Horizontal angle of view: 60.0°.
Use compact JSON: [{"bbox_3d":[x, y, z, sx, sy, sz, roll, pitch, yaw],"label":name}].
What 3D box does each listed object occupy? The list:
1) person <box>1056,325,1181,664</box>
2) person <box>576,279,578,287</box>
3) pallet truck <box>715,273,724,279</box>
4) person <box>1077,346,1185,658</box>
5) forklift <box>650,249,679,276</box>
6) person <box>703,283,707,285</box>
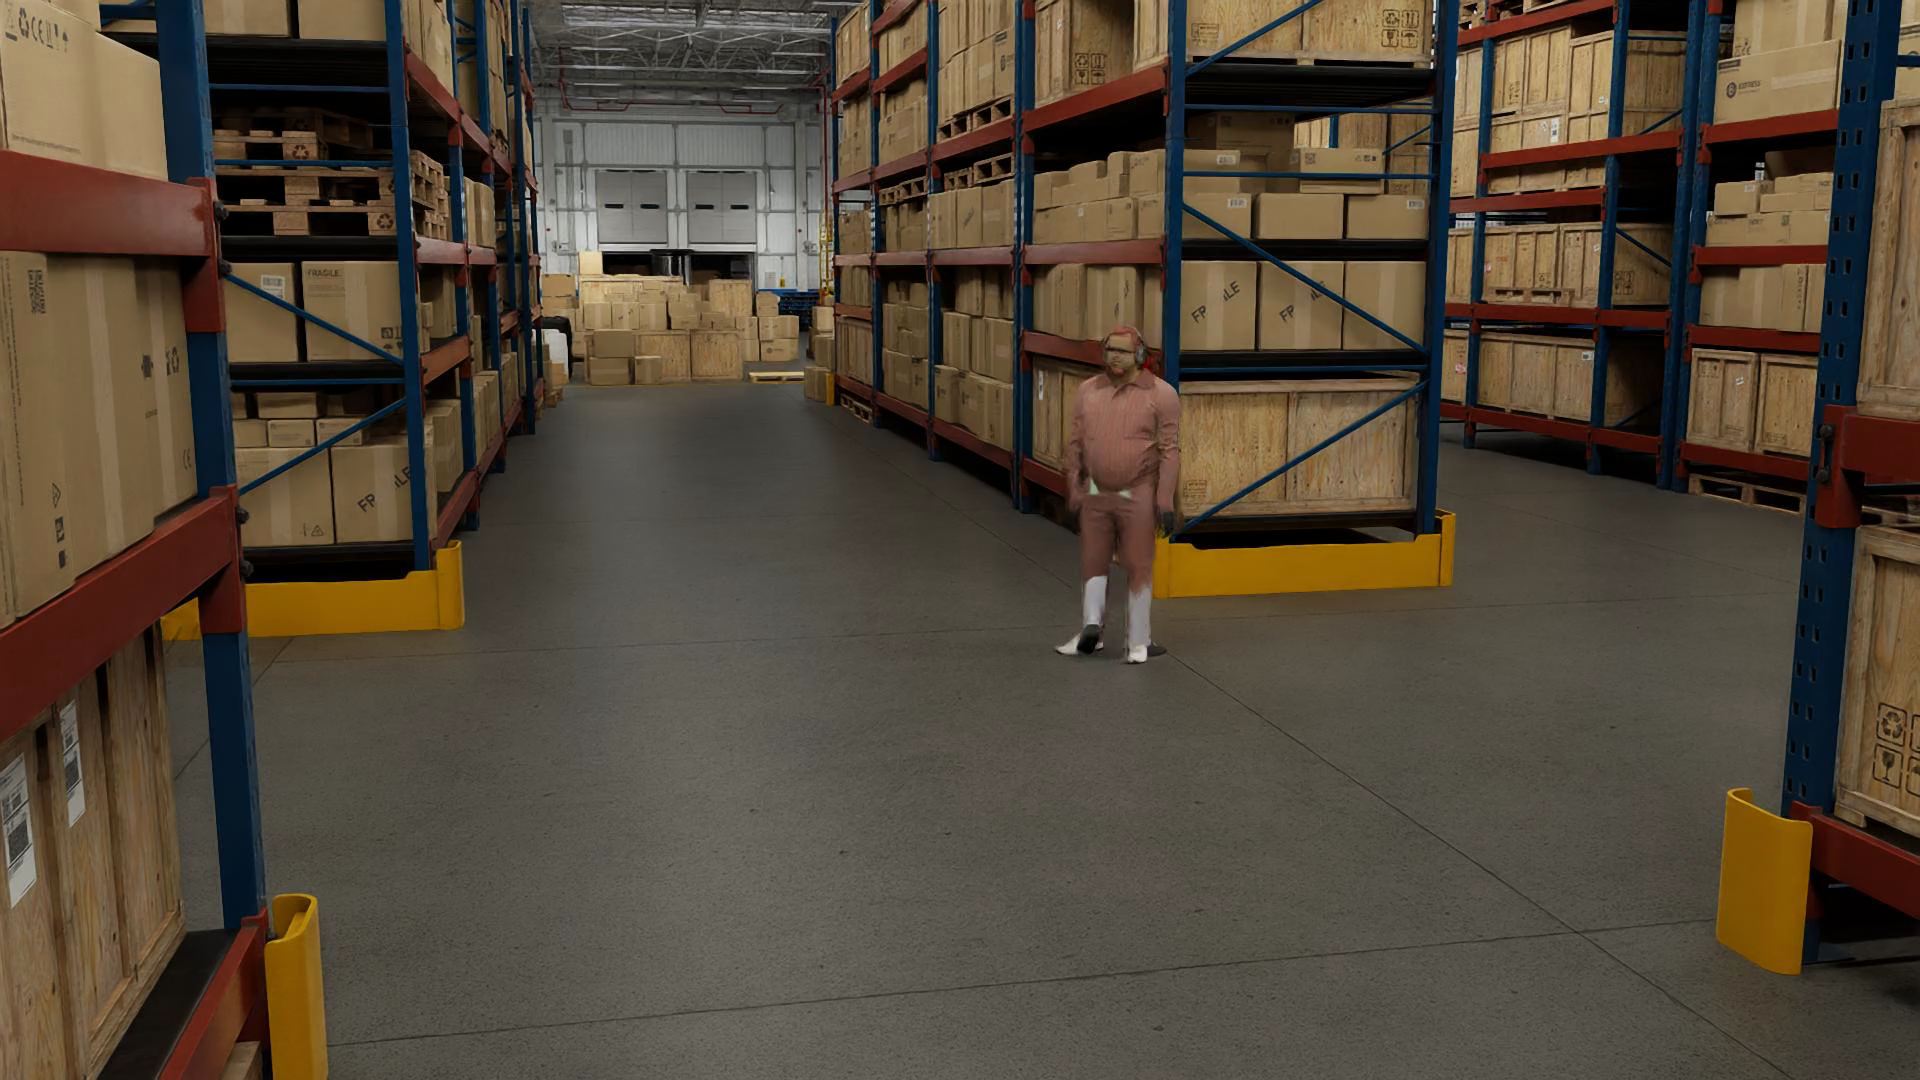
[{"bbox_3d":[0.874,-0.248,9.359,0.723,1.899,0.405,5,10,26],"label":"person"},{"bbox_3d":[-12.650,-7.831,55.730,0.908,1.830,0.687,-3,10,-17],"label":"person"},{"bbox_3d":[-8.580,-8.986,62.280,1.885,1.965,0.823,1,9,5],"label":"pallet truck"},{"bbox_3d":[0.929,-0.222,9.393,0.674,1.829,0.533,4,10,25],"label":"person"},{"bbox_3d":[-9.853,-8.337,55.638,1.129,2.768,1.873,-8,12,-40],"label":"forklift"},{"bbox_3d":[-9.182,-8.452,60.107,0.313,1.642,0.513,2,9,9],"label":"person"}]
